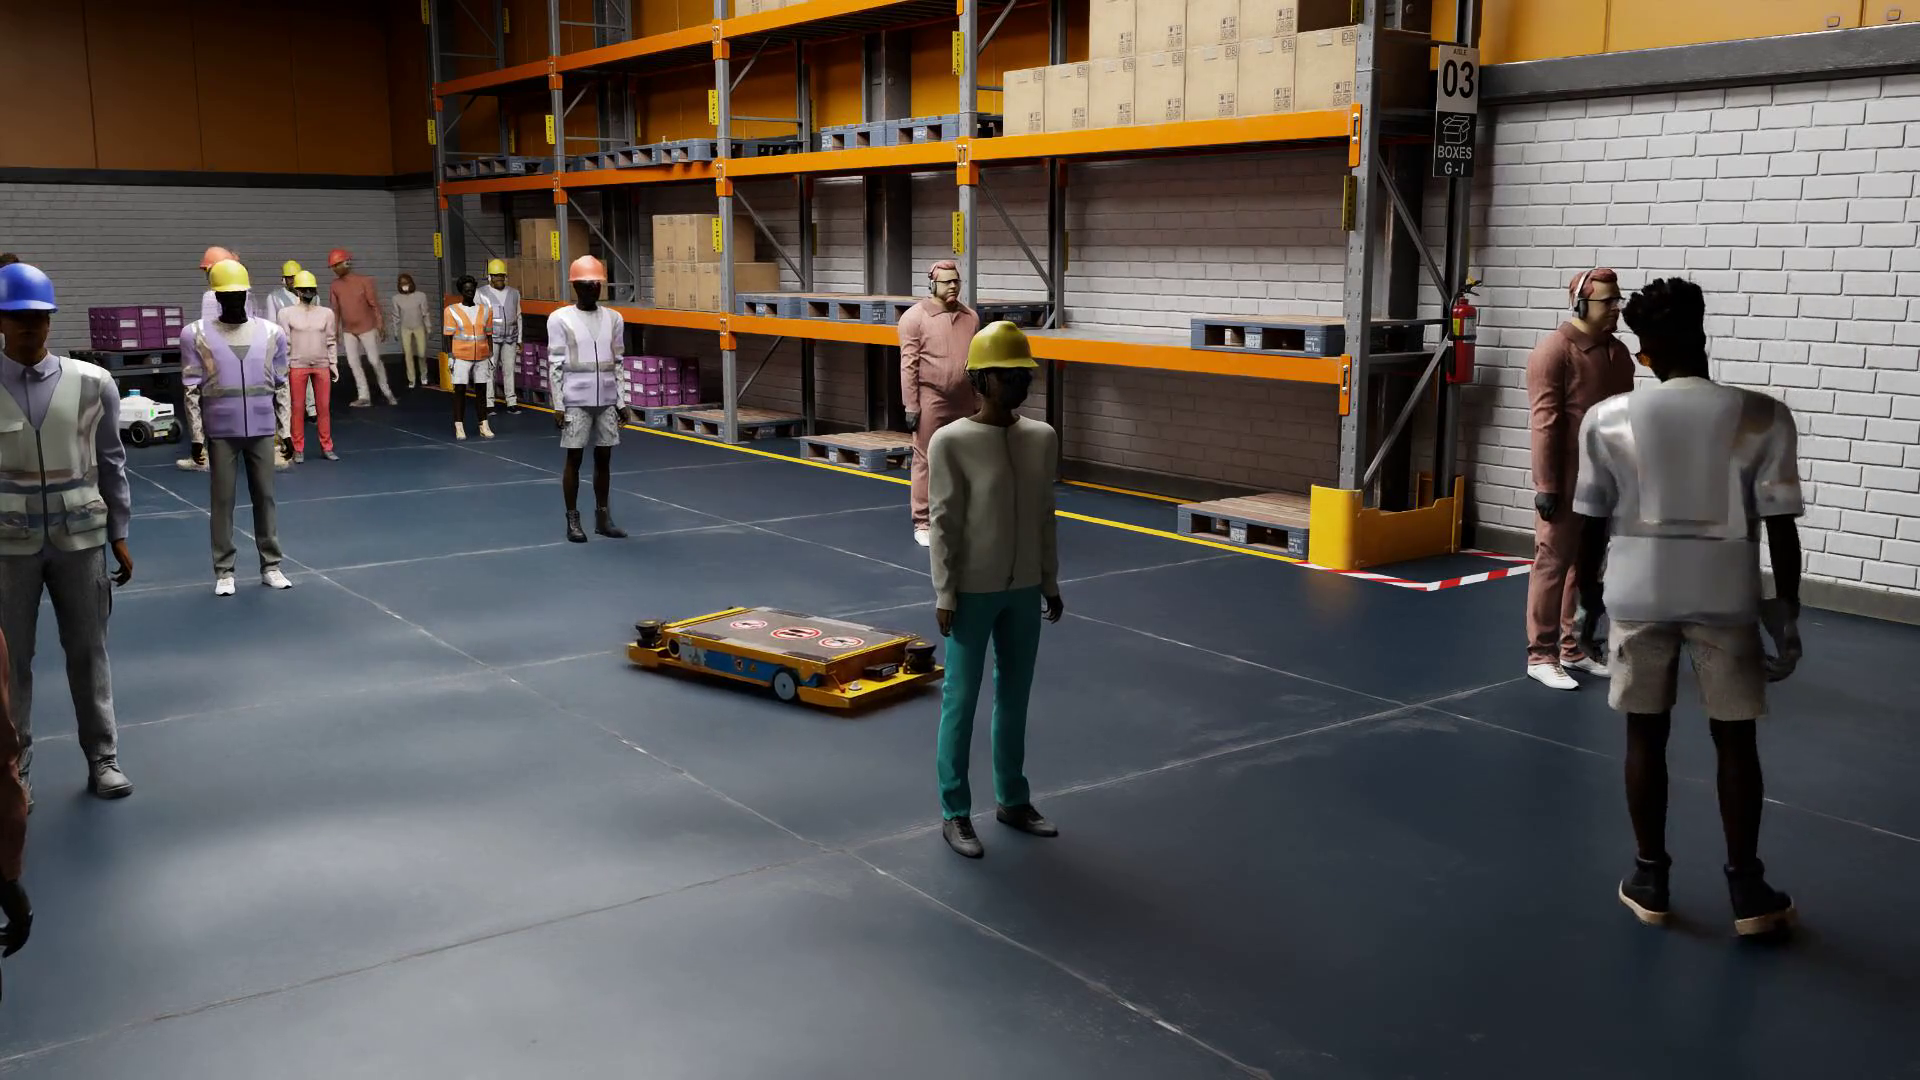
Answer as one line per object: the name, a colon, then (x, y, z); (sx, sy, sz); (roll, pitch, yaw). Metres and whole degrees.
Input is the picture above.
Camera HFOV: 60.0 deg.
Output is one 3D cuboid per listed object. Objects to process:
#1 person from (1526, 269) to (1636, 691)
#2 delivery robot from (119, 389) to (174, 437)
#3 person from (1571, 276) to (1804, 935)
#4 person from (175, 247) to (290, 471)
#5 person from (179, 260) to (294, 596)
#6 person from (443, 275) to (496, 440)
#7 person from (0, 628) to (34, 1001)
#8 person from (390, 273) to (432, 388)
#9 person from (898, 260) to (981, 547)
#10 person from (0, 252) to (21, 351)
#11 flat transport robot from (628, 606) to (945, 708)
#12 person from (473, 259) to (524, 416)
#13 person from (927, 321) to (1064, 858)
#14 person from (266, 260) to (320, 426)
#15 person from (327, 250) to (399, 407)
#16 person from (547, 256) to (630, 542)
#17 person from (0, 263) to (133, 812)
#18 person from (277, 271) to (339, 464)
person: (2.866, -0.279, 7.628); (0.641, 1.908, 0.407); (-7, 13, -36)
delivery robot: (-8.254, -1.265, 16.662); (0.707, 0.478, 0.477); (3, 11, 17)
person: (2.171, 0.184, 4.980); (0.675, 1.924, 0.459); (5, 11, 25)
person: (-6.427, -1.566, 14.616); (1.053, 1.999, 0.613); (0, 10, -1)
person: (-4.164, -0.648, 9.637); (0.588, 1.927, 0.371); (-7, 13, -36)
person: (-5.061, -1.883, 17.199); (0.535, 1.697, 0.318); (-7, 13, -36)
person: (-1.983, 0.673, 3.043); (0.514, 1.641, 0.309); (-7, 13, -36)
person: (-7.663, -2.919, 23.242); (0.524, 1.603, 0.400); (-2, 10, -11)
person: (-0.099, -0.914, 11.189); (0.641, 1.908, 0.407); (-7, 13, -36)
person: (-11.486, -2.524, 20.183); (0.661, 1.915, 0.631); (10, 14, 43)
flat transport robot: (-0.828, 0.516, 7.756); (1.431, 0.197, 0.652); (8, 13, 38)
person: (-5.429, -2.383, 19.622); (0.591, 1.833, 0.403); (-7, 13, -36)
person: (0.127, 0.159, 5.563); (0.525, 1.772, 0.309); (-7, 13, -36)
person: (-7.361, -2.178, 18.470); (0.591, 1.833, 0.403); (-7, 13, -36)
person: (-7.417, -2.611, 20.596); (0.678, 1.946, 0.709); (2, 10, 13)
person: (-2.513, -0.949, 11.323); (0.553, 1.933, 0.389); (-7, 12, -35)
person: (-3.299, -0.005, 5.972); (0.605, 1.951, 0.384); (-7, 13, -36)
person: (-6.017, -1.597, 15.394); (0.525, 1.772, 0.309); (-7, 13, -36)
